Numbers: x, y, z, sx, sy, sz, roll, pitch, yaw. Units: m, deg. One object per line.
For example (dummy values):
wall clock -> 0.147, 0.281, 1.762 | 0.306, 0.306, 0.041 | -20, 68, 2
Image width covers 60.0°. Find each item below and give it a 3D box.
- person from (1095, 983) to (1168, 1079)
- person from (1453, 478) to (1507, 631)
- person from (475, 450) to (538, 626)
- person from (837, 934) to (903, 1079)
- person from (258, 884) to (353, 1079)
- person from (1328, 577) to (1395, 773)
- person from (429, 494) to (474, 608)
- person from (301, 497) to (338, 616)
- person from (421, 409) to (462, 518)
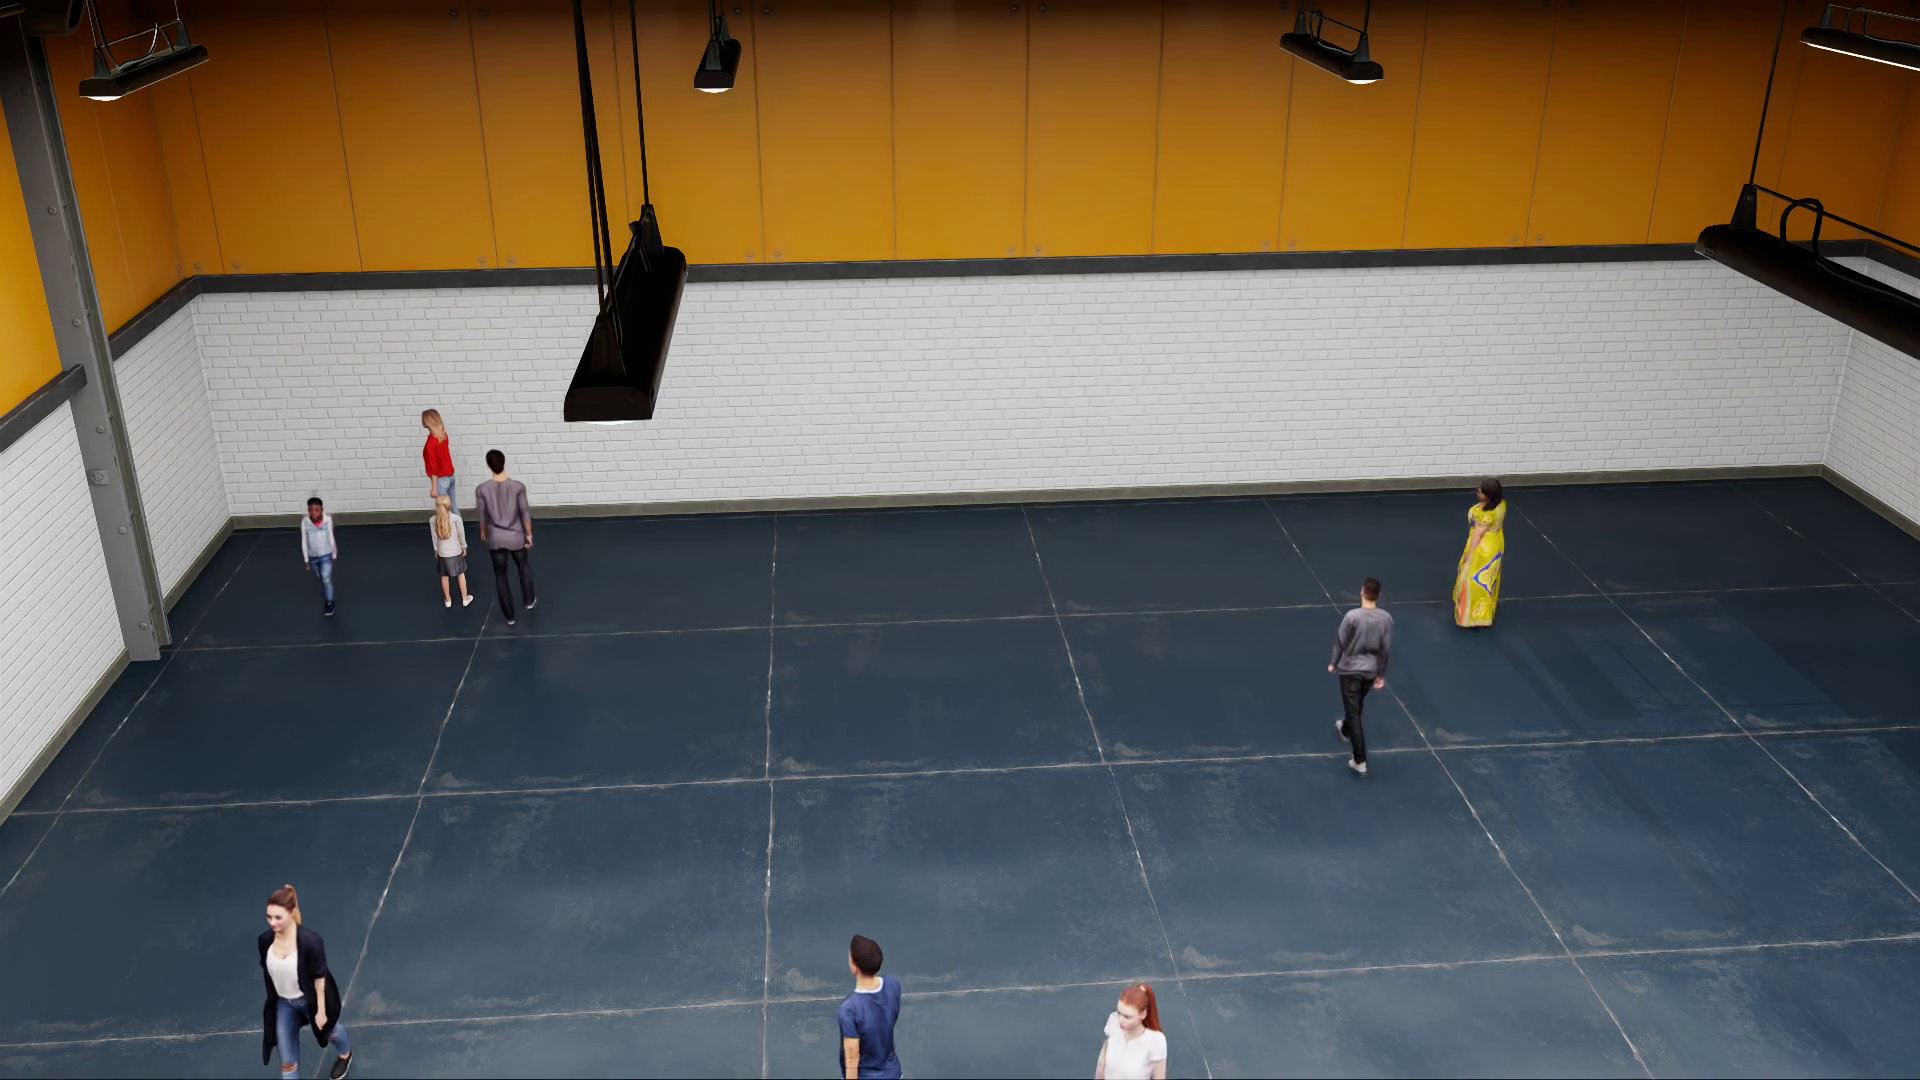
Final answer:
person -> 1.052, 3.281, 9.753 | 0.769, 1.725, 0.707 | -21, 31, -39
person -> 5.384, 0.101, 17.126 | 1.021, 1.645, 1.076 | -14, 27, -29
person -> -4.675, 0.006, 17.119 | 0.758, 1.826, 0.868 | -6, 24, -14
person -> -0.473, 3.195, 9.835 | 0.966, 1.817, 1.105 | -18, 30, -36
person -> -4.164, 2.924, 10.680 | 0.780, 1.636, 1.155 | 3, 24, 8
person -> 3.499, 1.197, 14.520 | 0.658, 1.724, 1.133 | -3, 24, -7
person -> -5.399, 0.100, 17.593 | 0.502, 1.274, 0.516 | -3, 24, -7
person -> -6.759, 0.112, 17.598 | 0.466, 1.248, 0.853 | -2, 24, -5
person -> -5.857, -0.666, 18.808 | 0.720, 1.703, 0.520 | 2, 24, 6
